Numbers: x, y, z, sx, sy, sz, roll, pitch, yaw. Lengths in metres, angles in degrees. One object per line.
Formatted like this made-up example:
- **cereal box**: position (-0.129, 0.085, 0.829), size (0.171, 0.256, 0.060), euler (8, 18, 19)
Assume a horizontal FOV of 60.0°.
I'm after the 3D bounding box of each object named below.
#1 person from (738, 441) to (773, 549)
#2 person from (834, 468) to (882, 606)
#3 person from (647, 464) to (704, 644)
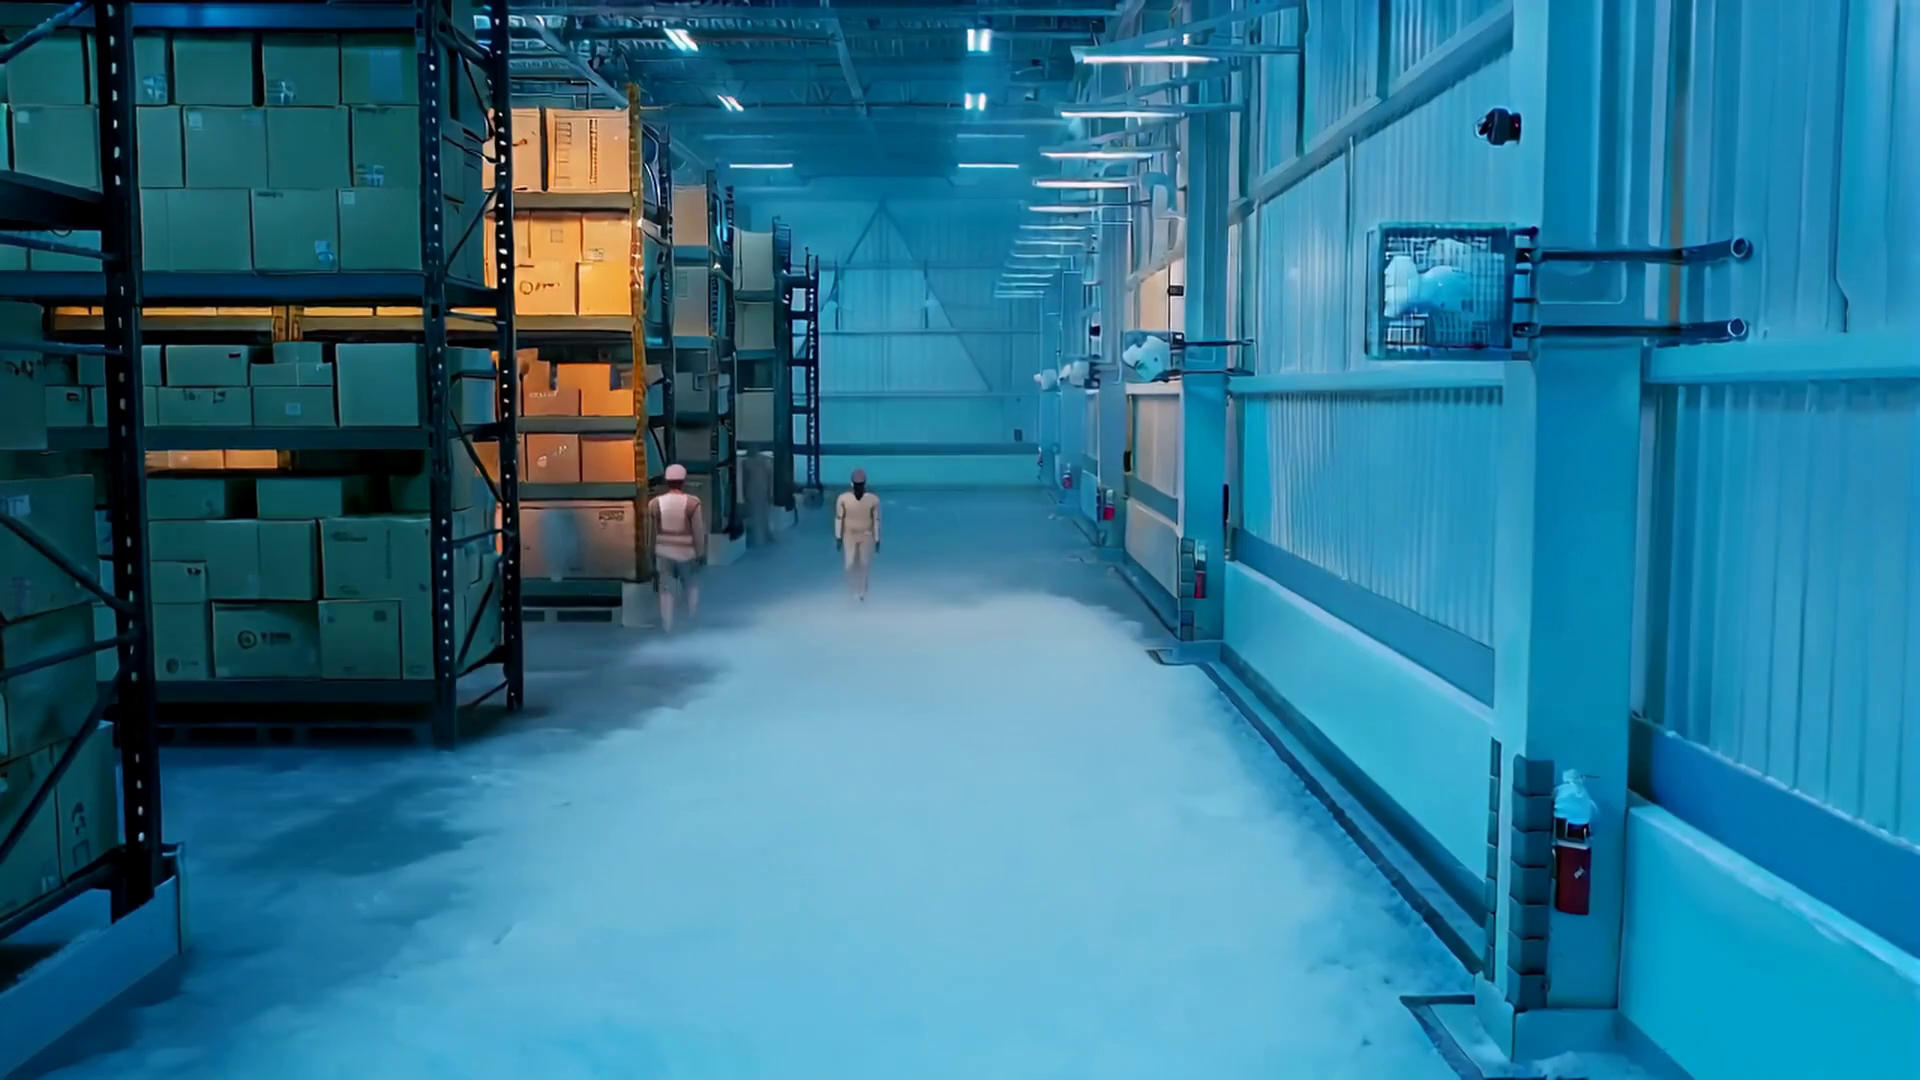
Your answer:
- **person**: position (-3.513, -0.774, 28.752), size (0.643, 1.879, 0.894), euler (-2, 5, -23)
- **person**: position (-1.274, -0.031, 20.828), size (0.596, 1.731, 0.555), euler (0, 5, -4)
- **person**: position (-3.055, 0.134, 17.976), size (0.639, 1.896, 0.965), euler (0, 5, 3)
